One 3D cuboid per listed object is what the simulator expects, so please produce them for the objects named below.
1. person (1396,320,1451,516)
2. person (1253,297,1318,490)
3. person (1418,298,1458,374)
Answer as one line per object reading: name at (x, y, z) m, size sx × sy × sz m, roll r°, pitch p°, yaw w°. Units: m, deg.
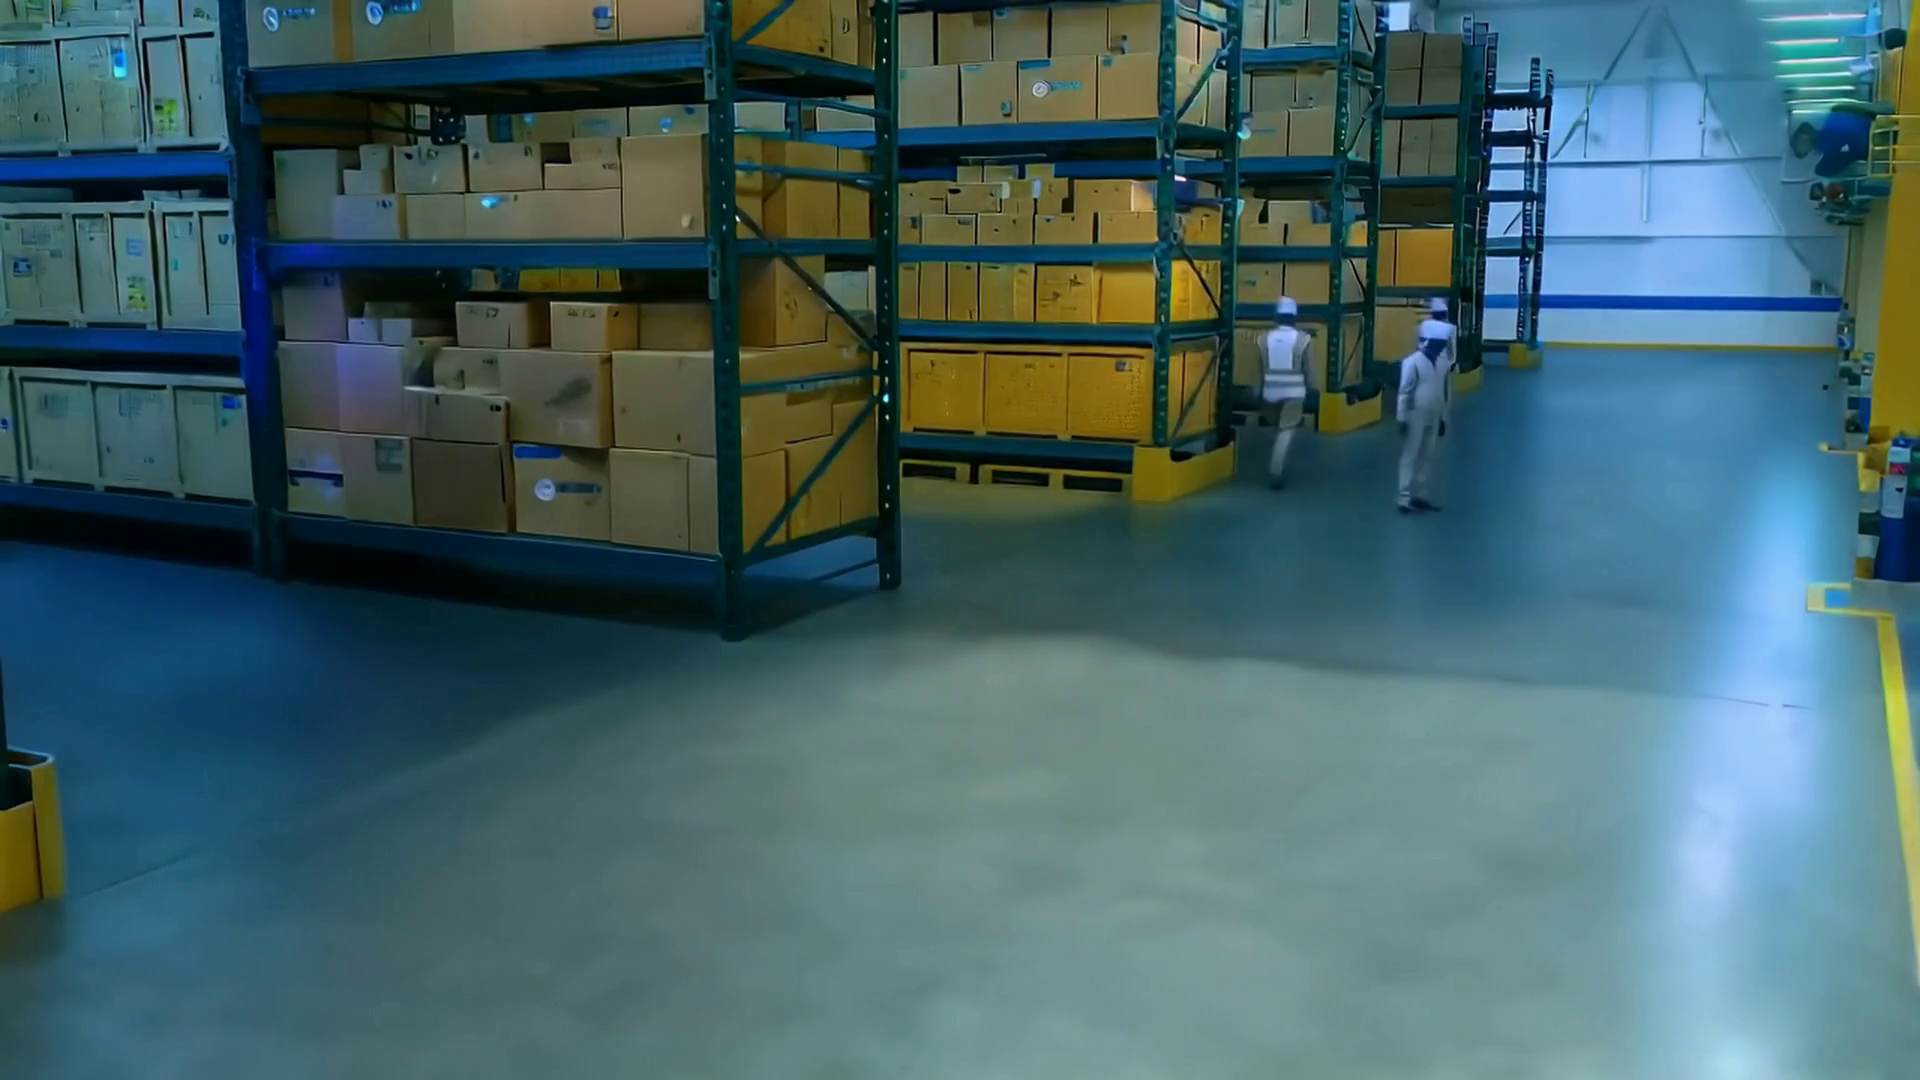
person at (4.151, -1.087, 14.844) m, size 0.599 × 1.742 × 0.361 m, roll -6°, pitch 11°, yaw -30°
person at (3.217, -1.460, 16.554) m, size 0.598 × 1.909 × 1.002 m, roll 6°, pitch 11°, yaw 31°
person at (6.532, -2.449, 22.766) m, size 0.505 × 1.731 × 0.875 m, roll 4°, pitch 11°, yaw 22°
